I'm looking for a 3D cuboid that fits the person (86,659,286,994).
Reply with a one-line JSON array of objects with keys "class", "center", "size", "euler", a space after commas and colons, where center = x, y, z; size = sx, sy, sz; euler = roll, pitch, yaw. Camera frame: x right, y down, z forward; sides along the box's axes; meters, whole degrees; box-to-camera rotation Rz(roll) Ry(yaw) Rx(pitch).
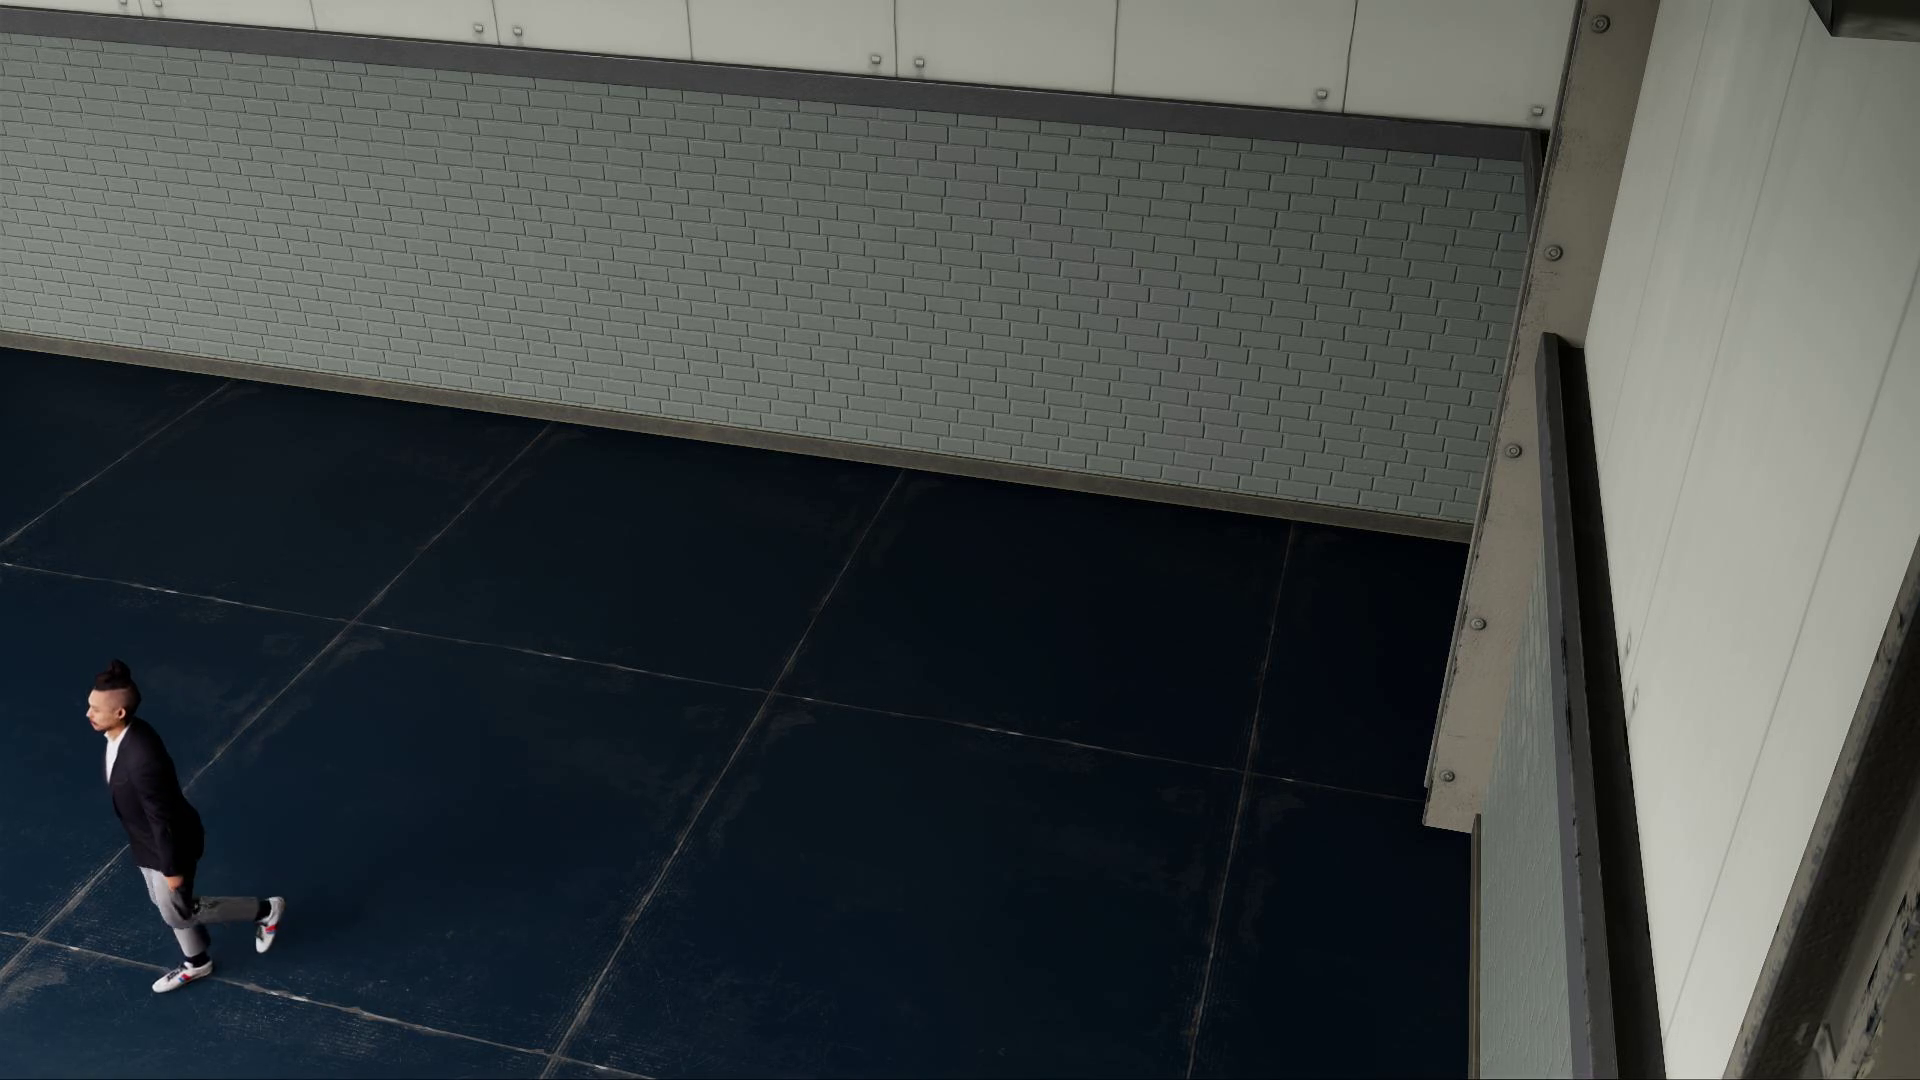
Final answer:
[{"class": "person", "center": [-3.766, 1.386, 8.054], "size": [1.076, 1.936, 0.980], "euler": [-24, 39, -33]}]
